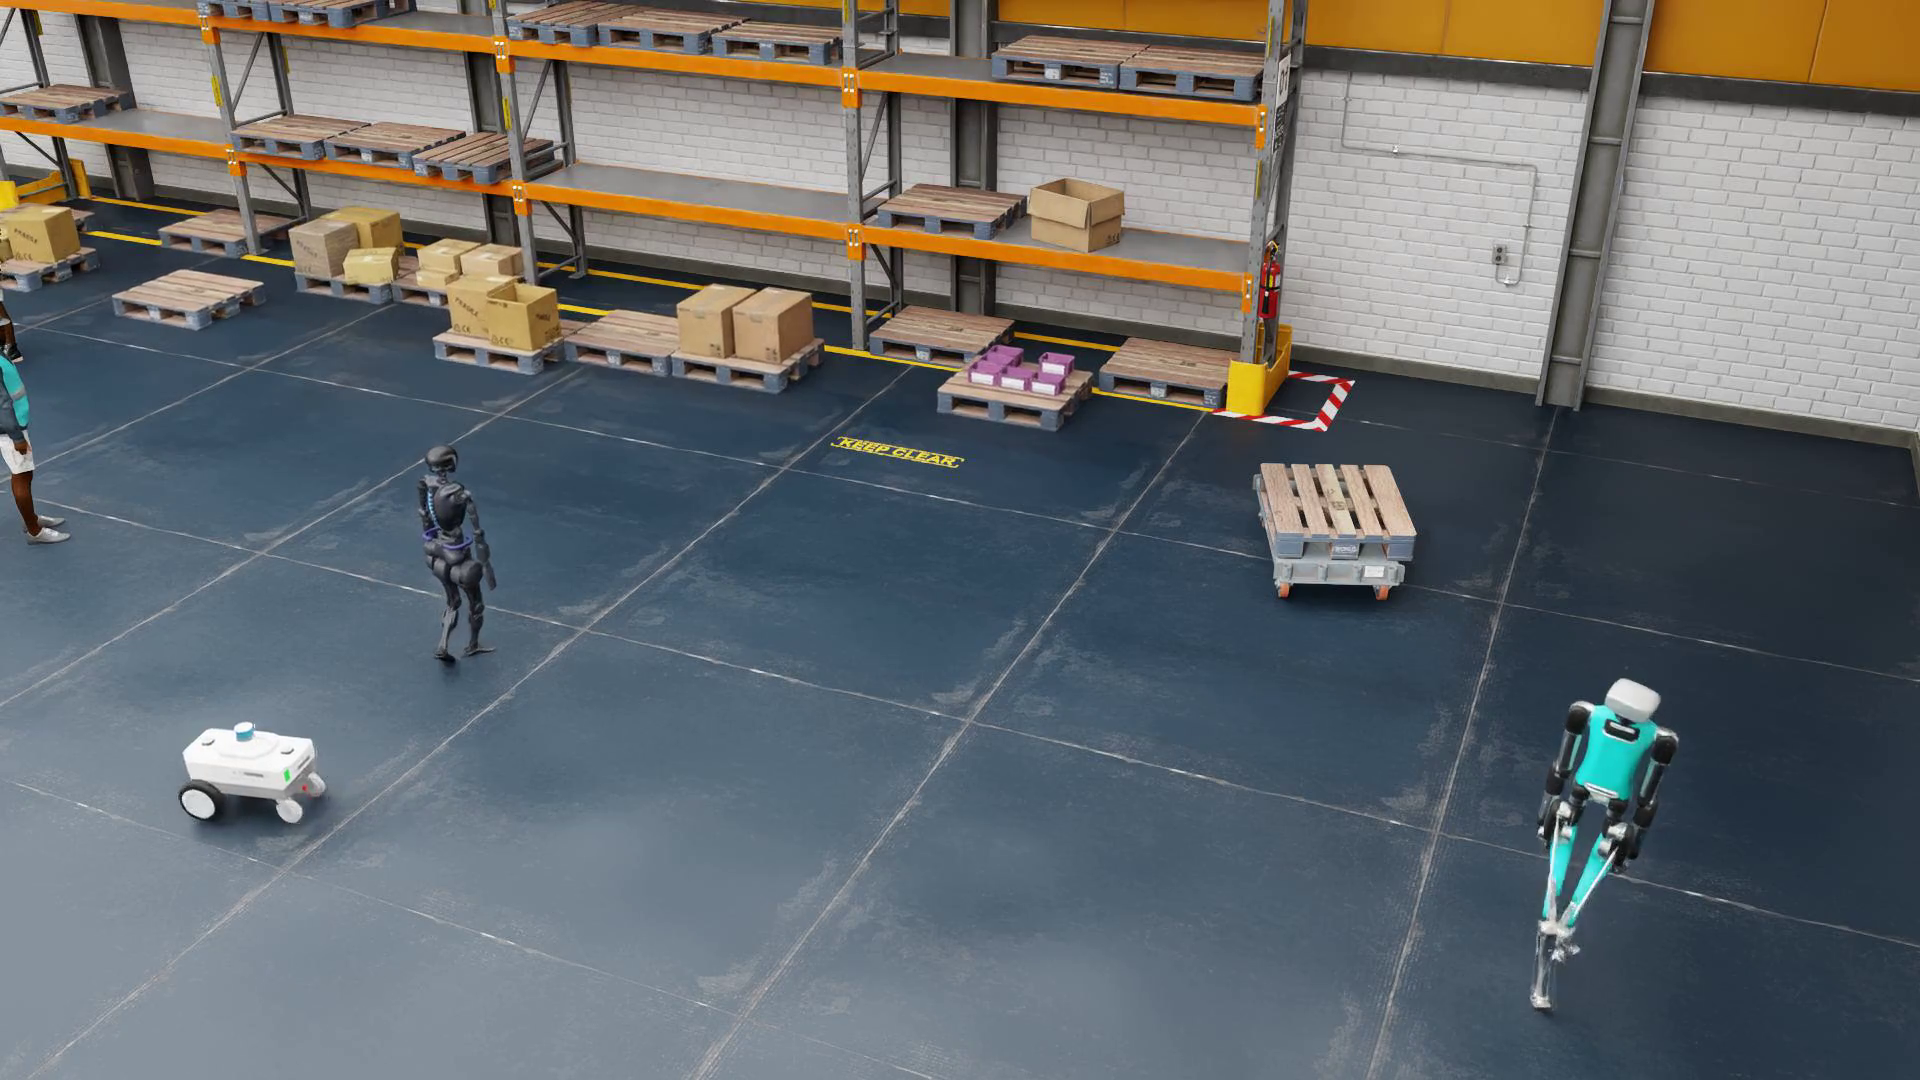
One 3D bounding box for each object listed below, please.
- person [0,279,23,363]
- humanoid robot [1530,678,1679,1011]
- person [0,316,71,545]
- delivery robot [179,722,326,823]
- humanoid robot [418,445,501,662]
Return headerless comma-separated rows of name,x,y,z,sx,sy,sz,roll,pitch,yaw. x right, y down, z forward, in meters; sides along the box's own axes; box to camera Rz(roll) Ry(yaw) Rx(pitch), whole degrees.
person,-9.610,-2.673,16.264,0.612,1.964,0.361,22,35,37
humanoid robot,3.087,1.616,8.263,0.571,1.818,0.819,15,31,27
person,-7.339,-0.885,12.826,0.418,1.940,0.550,-15,31,-27
delivery robot,-4.245,1.363,9.964,0.783,0.584,0.499,5,28,9
humanoid robot,-3.442,0.107,11.219,0.612,1.645,0.502,17,32,29
